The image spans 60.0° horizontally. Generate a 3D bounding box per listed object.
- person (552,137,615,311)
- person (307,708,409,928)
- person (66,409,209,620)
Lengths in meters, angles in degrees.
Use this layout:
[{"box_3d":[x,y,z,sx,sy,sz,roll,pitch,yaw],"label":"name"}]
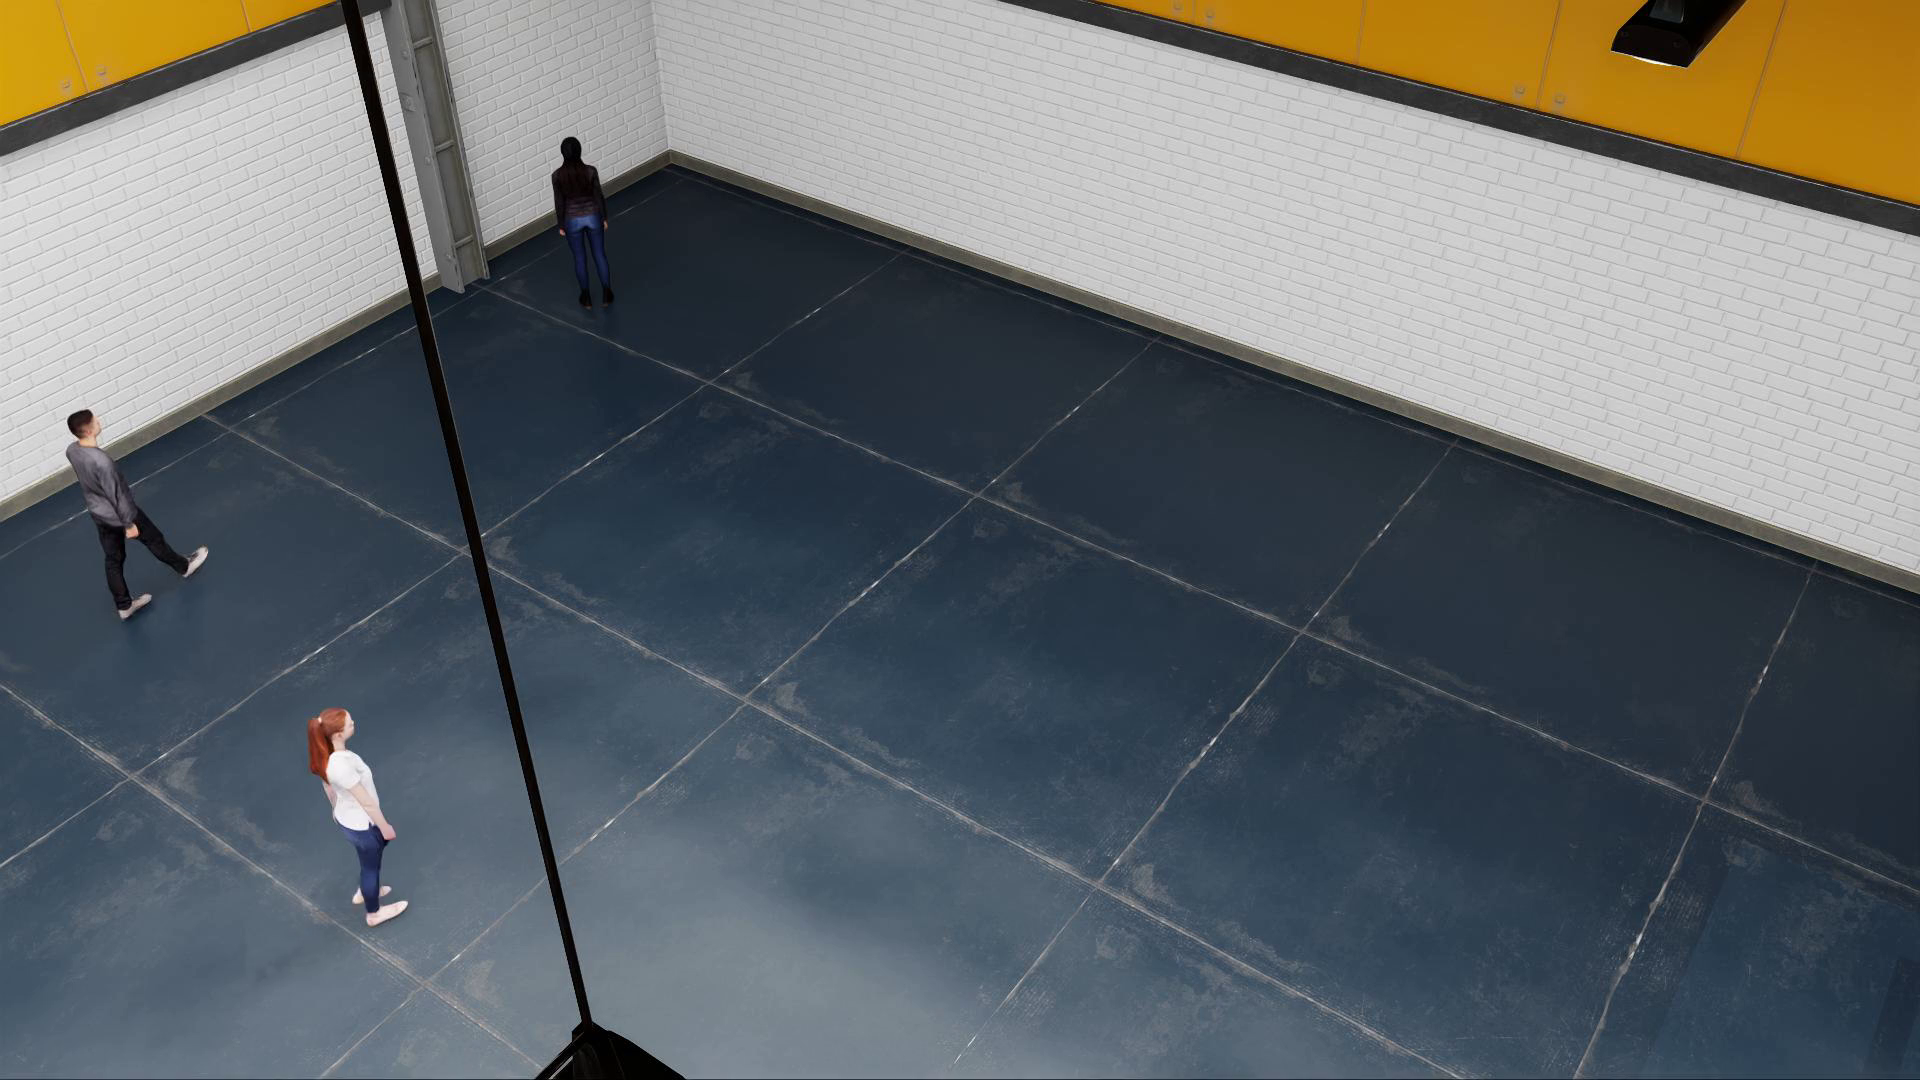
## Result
[{"box_3d":[-3.608,-3.031,15.907,0.687,1.746,0.774,-11,40,-14],"label":"person"},{"box_3d":[-3.694,1.728,9.964,0.657,1.726,0.622,-27,46,-30],"label":"person"},{"box_3d":[-6.320,-0.151,12.311,0.740,1.732,1.069,16,41,20],"label":"person"}]
